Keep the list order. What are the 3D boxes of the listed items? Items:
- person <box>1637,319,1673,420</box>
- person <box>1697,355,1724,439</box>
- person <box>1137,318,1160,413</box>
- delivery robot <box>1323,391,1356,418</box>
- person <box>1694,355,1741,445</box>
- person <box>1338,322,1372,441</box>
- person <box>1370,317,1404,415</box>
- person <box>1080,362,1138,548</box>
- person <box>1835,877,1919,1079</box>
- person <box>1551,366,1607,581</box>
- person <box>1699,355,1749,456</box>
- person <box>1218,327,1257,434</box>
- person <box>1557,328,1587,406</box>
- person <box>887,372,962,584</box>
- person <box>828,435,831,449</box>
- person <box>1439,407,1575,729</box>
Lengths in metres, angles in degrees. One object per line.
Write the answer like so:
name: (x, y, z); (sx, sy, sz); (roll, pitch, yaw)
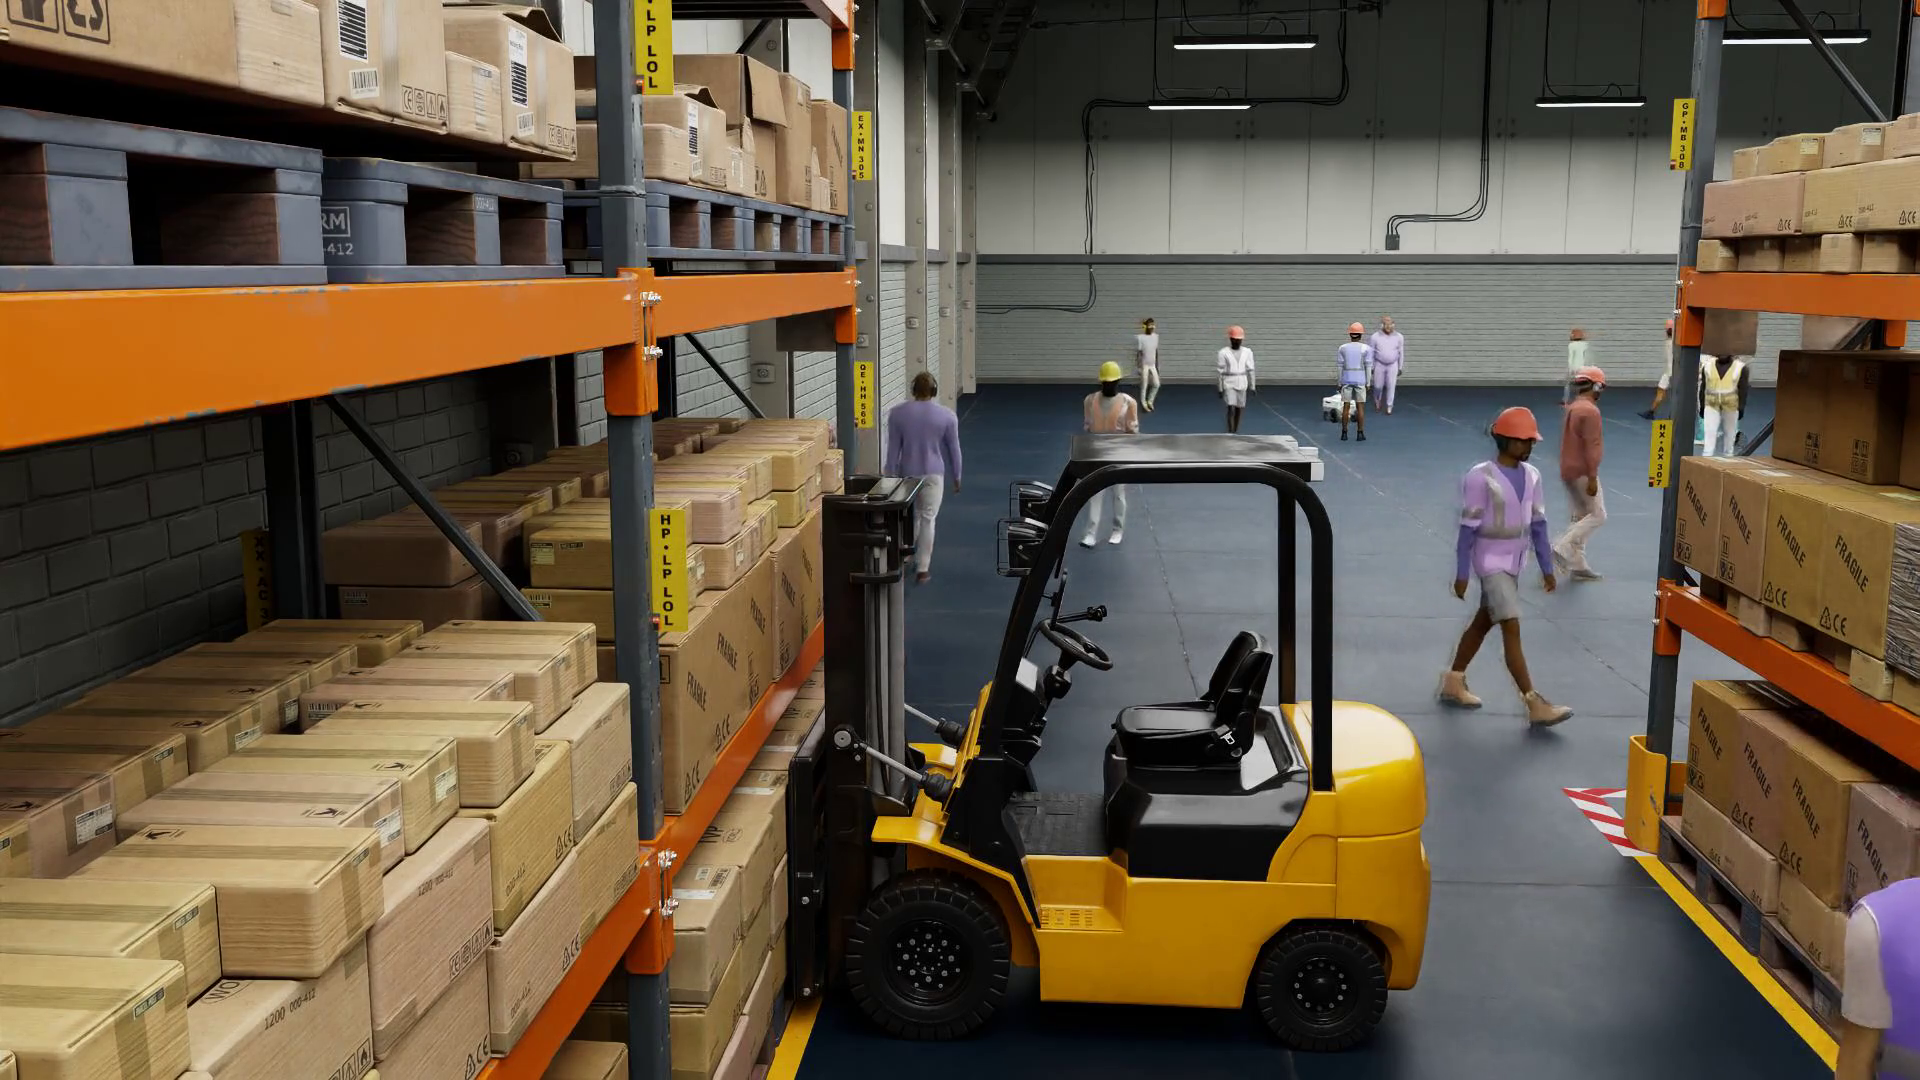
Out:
person: (13.087, -3.123, 30.648); (0.574, 1.880, 1.002); (-8, 13, -41)
person: (12.186, -2.565, 27.427); (0.613, 1.824, 1.044); (-6, 11, -32)
person: (3.672, -3.371, 32.221); (0.563, 1.853, 0.451); (-5, 11, -28)
delivery robot: (6.967, -2.490, 30.538); (0.477, 0.478, 0.707); (-3, 10, -16)
person: (12.002, -2.347, 26.357); (0.532, 1.745, 0.726); (-6, 11, -33)
person: (6.455, -2.588, 27.235); (0.545, 1.938, 0.362); (4, 10, 21)
person: (8.232, -3.368, 32.119); (0.651, 1.892, 0.517); (2, 10, 11)
person: (1.505, -0.863, 16.913); (0.610, 1.887, 0.816); (4, 10, 23)
person: (2.193, 1.356, 3.739); (0.574, 1.813, 0.852); (0, 9, 3)
person: (5.633, -0.597, 15.133); (0.518, 1.957, 0.668); (0, 9, 0)
person: (10.719, -1.875, 23.388); (0.644, 1.789, 1.005); (6, 11, 33)
person: (4.378, -2.400, 26.224); (0.564, 1.895, 0.958); (-1, 9, -7)
person: (12.563, -3.497, 33.780); (0.508, 1.598, 0.832); (-4, 10, -25)
person: (-0.309, -0.590, 15.272); (0.660, 1.886, 1.006); (1, 9, 7)
person: (-0.974, 0.234, 10.290); (0.680, 1.883, 0.726); (9, 13, 42)
person: (3.467, 0.155, 10.471); (0.635, 1.982, 1.067); (-6, 11, -34)
